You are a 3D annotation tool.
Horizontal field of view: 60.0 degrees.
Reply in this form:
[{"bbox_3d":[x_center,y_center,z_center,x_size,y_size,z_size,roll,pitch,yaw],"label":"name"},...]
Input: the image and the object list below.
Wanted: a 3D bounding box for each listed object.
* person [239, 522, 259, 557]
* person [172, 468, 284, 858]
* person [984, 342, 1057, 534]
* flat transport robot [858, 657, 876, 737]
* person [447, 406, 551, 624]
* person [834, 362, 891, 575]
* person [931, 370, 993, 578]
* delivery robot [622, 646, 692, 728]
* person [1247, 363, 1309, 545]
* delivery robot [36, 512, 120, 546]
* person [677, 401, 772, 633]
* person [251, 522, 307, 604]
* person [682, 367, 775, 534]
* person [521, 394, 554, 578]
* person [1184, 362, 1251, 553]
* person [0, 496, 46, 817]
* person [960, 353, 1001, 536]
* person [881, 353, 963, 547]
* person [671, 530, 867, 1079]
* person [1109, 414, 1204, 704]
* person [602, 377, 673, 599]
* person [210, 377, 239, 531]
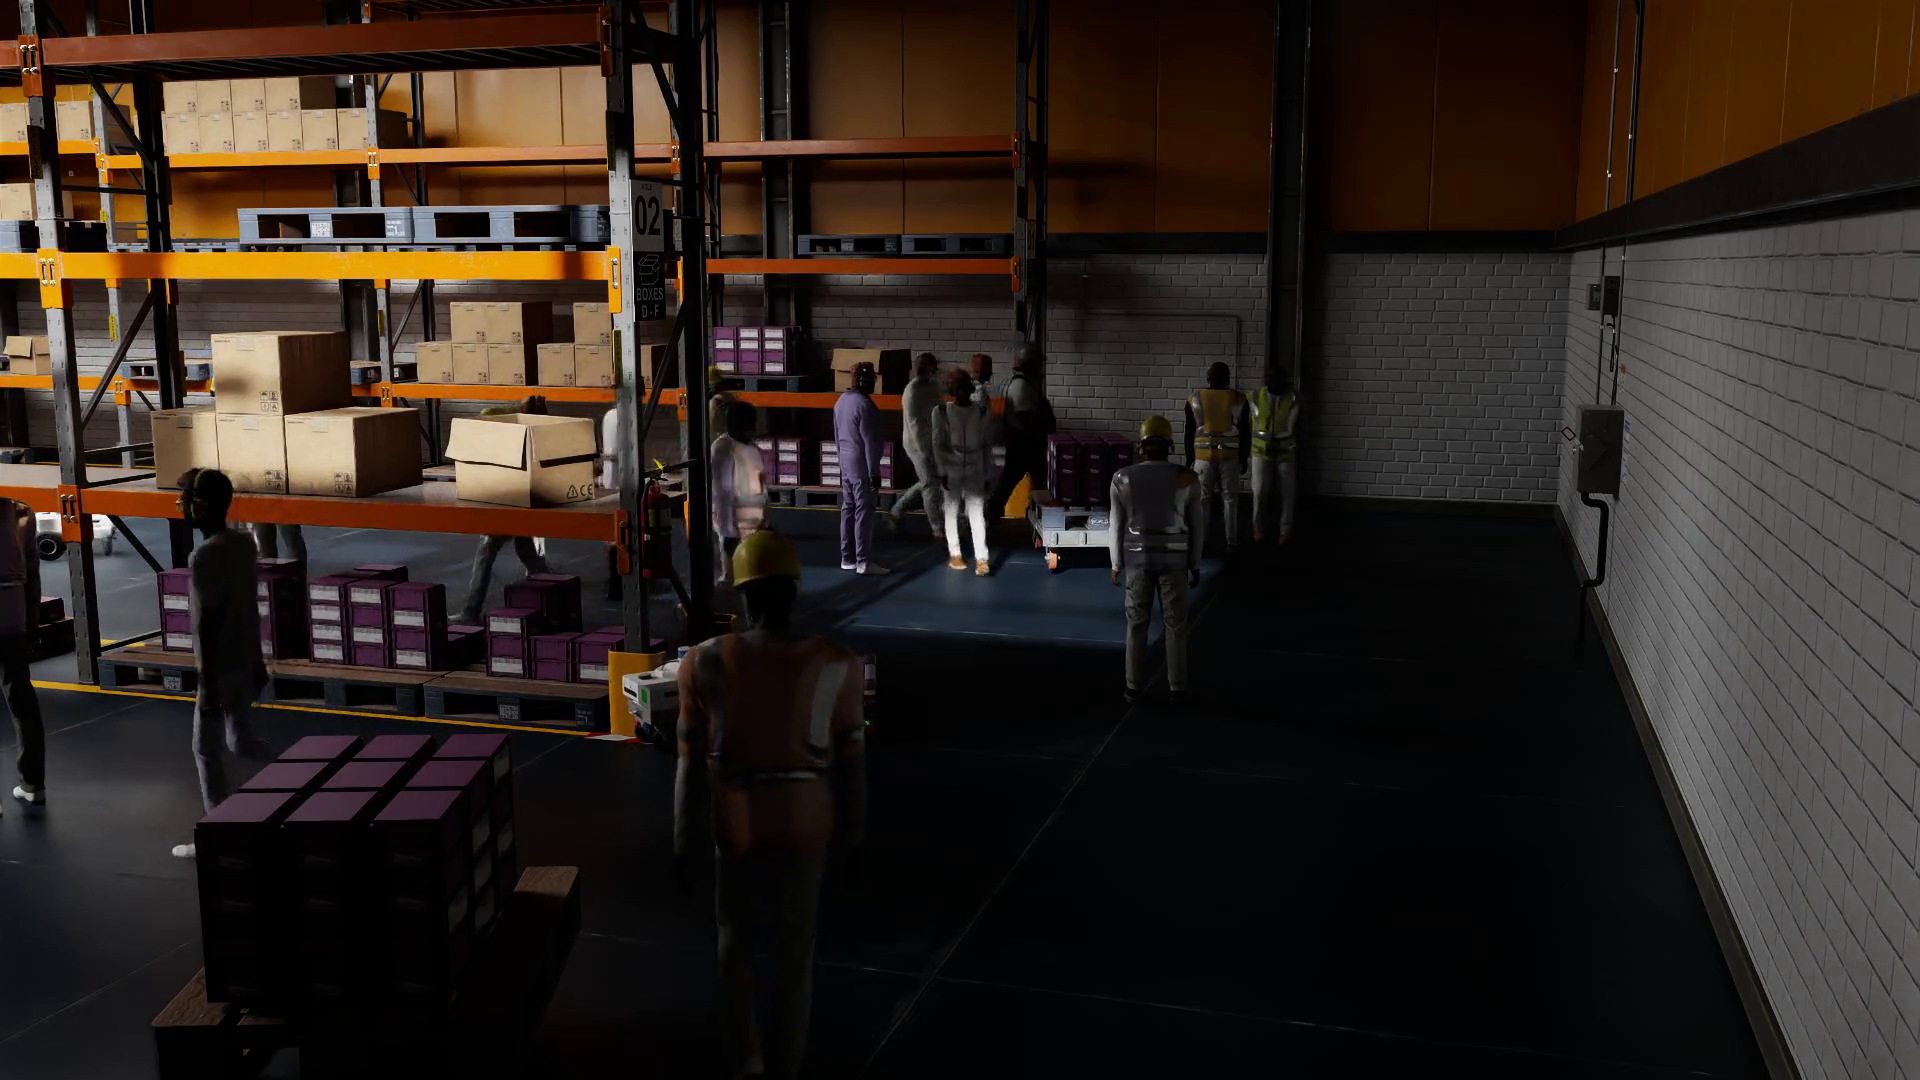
[{"bbox_3d":[-6.596,-0.726,15.297,0.627,1.941,0.371,8,12,41],"label":"person"},{"bbox_3d":[-3.292,0.583,7.623,0.714,1.842,0.536,1,9,5],"label":"person"},{"bbox_3d":[0.711,-1.054,16.991,1.048,2.000,0.695,1,9,9],"label":"person"},{"bbox_3d":[-0.843,0.934,10.250,0.652,0.197,1.431,0,9,-3],"label":"flat transport robot"},{"bbox_3d":[-3.469,-0.185,12.756,0.911,1.696,0.486,1,9,7],"label":"person"},{"bbox_3d":[-0.864,-0.641,14.879,0.404,1.906,0.651,-5,11,-30],"label":"person"},{"bbox_3d":[0.036,-0.592,14.798,0.571,1.827,1.001,-2,9,-10],"label":"person"},{"bbox_3d":[-1.570,0.857,9.574,0.707,0.478,0.477,-6,11,-33],"label":"delivery robot"},{"bbox_3d":[3.107,-0.846,16.434,0.650,1.814,0.499,2,10,14],"label":"person"},{"bbox_3d":[-8.369,-0.161,15.777,0.707,0.478,0.477,-3,10,-20],"label":"delivery robot"},{"bbox_3d":[-1.639,-0.091,11.849,0.710,1.819,0.652,3,10,19],"label":"person"},{"bbox_3d":[-5.515,-0.409,13.368,0.636,1.938,0.358,2,9,10],"label":"person"},{"bbox_3d":[-2.321,-0.869,16.773,1.003,1.755,0.596,2,10,11],"label":"person"},{"bbox_3d":[-3.693,-0.446,14.503,0.307,1.641,0.513,-4,10,-22],"label":"person"},{"bbox_3d":[2.469,-0.789,15.983,0.630,1.843,0.429,1,9,7],"label":"person"},{"bbox_3d":[-4.875,0.428,8.295,0.370,1.928,0.585,5,11,28],"label":"person"},{"bbox_3d":[0.187,-0.960,16.932,0.418,1.866,0.606,-3,10,-16],"label":"person"},{"bbox_3d":[-0.374,-0.882,16.365,0.923,1.902,0.704,3,10,20],"label":"person"},{"bbox_3d":[-0.612,0.920,5.369,0.633,1.897,0.442,-1,9,-9],"label":"person"},{"bbox_3d":[1.230,0.126,10.439,0.588,1.829,0.403,1,9,8],"label":"person"},{"bbox_3d":[-2.694,-0.456,13.822,0.712,1.887,0.613,-8,12,-39],"label":"person"},{"bbox_3d":[-6.901,-0.690,15.638,0.523,1.759,0.335,-9,13,-43],"label":"person"}]
